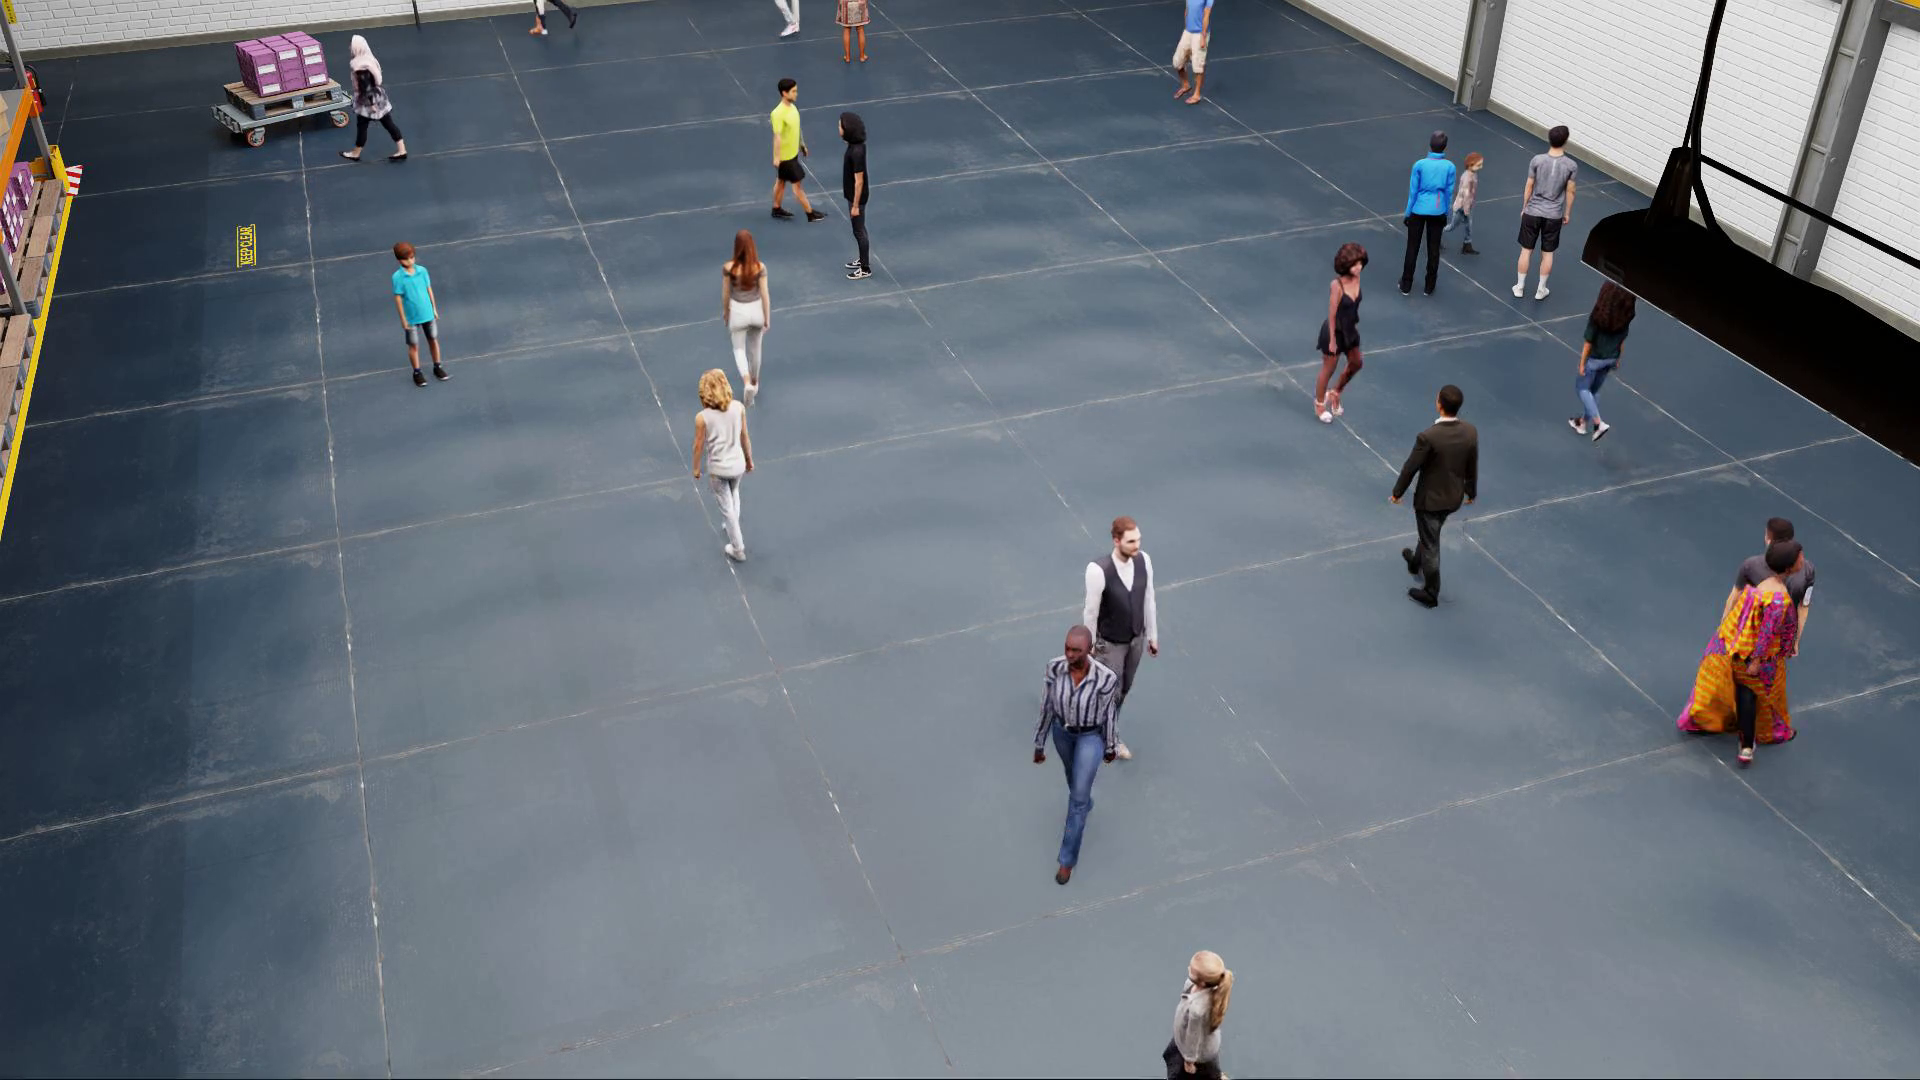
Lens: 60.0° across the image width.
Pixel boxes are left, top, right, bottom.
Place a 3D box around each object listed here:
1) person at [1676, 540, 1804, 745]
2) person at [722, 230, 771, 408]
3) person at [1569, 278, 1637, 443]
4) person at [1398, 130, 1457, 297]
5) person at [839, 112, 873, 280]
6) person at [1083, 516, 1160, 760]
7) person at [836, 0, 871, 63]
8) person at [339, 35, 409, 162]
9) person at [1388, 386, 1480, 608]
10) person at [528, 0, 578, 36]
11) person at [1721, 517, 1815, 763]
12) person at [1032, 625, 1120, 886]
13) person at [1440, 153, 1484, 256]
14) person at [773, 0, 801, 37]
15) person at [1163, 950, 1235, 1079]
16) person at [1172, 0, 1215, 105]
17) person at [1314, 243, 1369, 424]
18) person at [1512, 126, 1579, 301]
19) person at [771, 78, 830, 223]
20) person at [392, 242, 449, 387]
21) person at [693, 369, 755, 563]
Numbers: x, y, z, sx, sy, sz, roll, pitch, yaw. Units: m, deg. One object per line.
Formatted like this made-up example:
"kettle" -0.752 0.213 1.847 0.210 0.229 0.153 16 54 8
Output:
"person" 5.361 0.695 11.410 0.933 1.672 1.045 0 34 0
"person" -1.988 -2.031 15.475 0.702 1.711 0.956 -5 34 -7
"person" 5.781 -1.598 14.922 0.655 1.602 0.893 -7 34 -10
"person" 4.923 -3.439 17.519 0.685 1.793 0.686 4 34 6
"person" -1.109 -3.728 17.918 0.752 1.834 0.555 -2 34 -3
"person" 1.019 0.620 11.297 0.743 1.921 0.768 -21 39 -28
"person" -1.572 -7.810 24.229 0.706 1.645 0.634 -2 34 -3
"person" -7.252 -5.490 20.782 0.915 1.598 1.065 -1 34 -1
"person" 3.735 -0.298 12.814 0.819 1.771 0.958 -12 35 -18
"person" -6.270 -8.602 25.212 1.075 1.877 1.092 7 34 10
"person" 5.505 0.724 11.335 1.020 1.706 1.240 8 34 11
"person" 0.777 1.218 10.545 1.074 1.758 1.133 14 36 20
"person" 5.570 -3.745 18.539 0.861 1.174 0.705 25 41 32
"person" -2.642 -8.635 25.333 0.842 1.797 0.800 26 41 33
"person" 1.316 2.668 8.811 0.853 1.262 0.785 15 37 21
"person" 3.278 -6.919 22.702 0.731 1.851 0.817 28 43 35
"person" 3.407 -1.904 15.227 0.669 1.775 0.710 -25 41 -32
"person" 6.124 -3.428 17.431 0.735 1.873 0.782 13 36 18
"person" -2.075 -4.487 19.196 1.019 1.683 1.035 7 34 11
"person" -5.208 -2.192 15.956 0.573 1.448 0.579 -25 41 -32
"person" -1.843 -0.564 13.325 0.725 1.647 0.857 -20 39 -28
